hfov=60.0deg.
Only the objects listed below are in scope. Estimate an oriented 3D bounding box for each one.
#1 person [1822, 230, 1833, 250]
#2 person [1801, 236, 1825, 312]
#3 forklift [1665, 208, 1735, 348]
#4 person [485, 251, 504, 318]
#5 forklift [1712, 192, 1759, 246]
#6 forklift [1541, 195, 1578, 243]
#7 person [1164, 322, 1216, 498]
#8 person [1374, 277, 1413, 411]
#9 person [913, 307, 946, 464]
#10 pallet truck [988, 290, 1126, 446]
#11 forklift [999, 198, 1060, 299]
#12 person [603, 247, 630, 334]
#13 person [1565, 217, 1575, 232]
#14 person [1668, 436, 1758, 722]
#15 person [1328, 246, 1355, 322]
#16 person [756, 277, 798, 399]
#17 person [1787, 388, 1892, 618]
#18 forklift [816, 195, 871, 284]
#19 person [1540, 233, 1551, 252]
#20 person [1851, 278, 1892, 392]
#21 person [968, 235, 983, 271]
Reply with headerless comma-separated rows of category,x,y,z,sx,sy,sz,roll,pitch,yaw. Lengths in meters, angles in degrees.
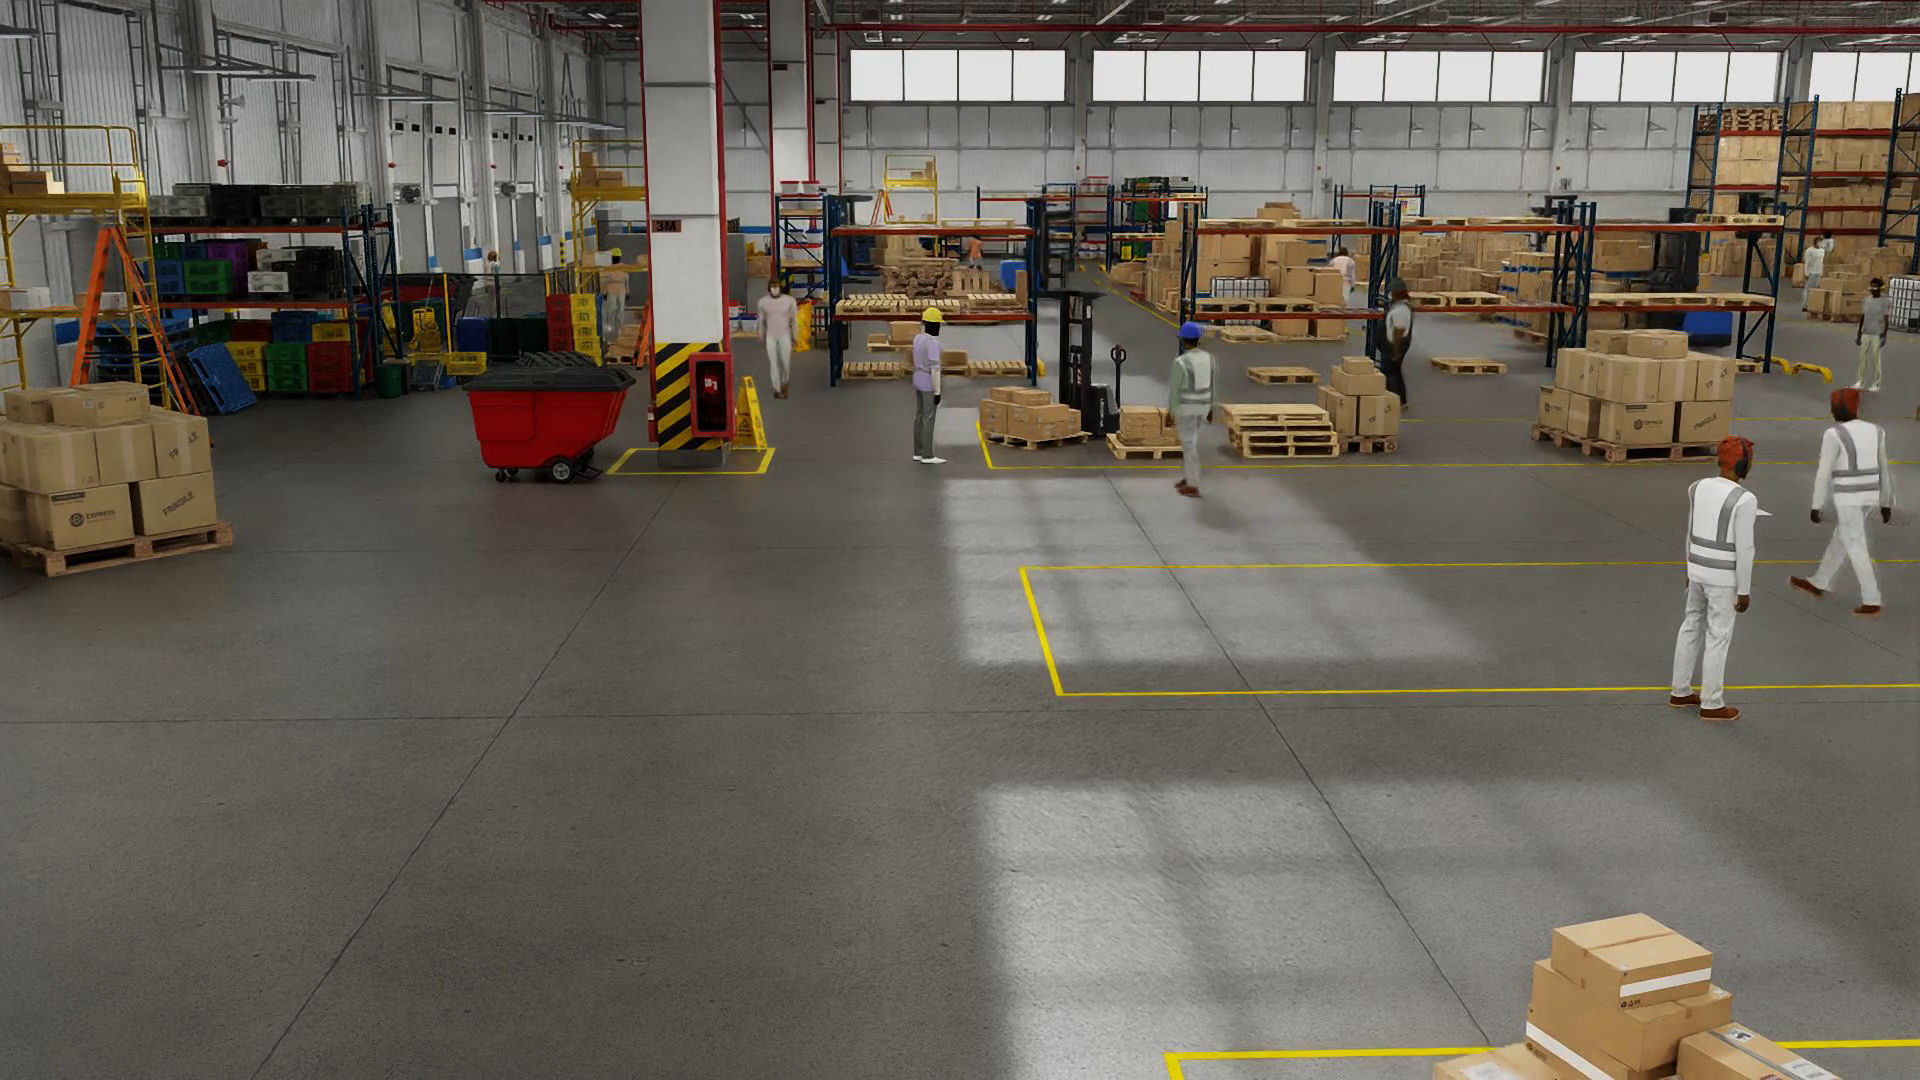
person,28.384,-9.301,54.463,0.610,1.672,0.360,-10,16,-39
person,21.864,-6.803,42.582,0.631,1.940,0.372,-6,14,-26
forklift,14.673,-5.334,33.803,1.873,2.768,1.129,0,12,-2
person,-11.470,-6.268,40.873,0.521,1.633,0.315,11,17,41
forklift,28.505,-11.229,60.418,1.873,2.768,1.129,0,12,-2
forklift,18.945,-9.513,52.671,1.129,2.768,1.873,0,12,-2
person,2.474,-1.450,18.418,0.638,1.929,0.655,-10,16,-39
person,6.405,-2.883,24.651,0.537,2.000,0.679,5,13,20
person,-0.374,-1.896,20.476,0.395,1.922,0.588,-6,14,-27
pallet truck,1.257,-2.299,22.111,1.885,1.965,0.823,-9,15,-35
forklift,2.060,-8.197,46.732,1.873,2.768,1.129,0,12,-2
person,-7.572,-5.497,36.726,0.606,1.916,0.420,-8,15,-31
person,22.526,-11.008,61.656,0.923,1.908,0.555,0,12,-2
person,4.954,0.249,10.896,0.354,1.877,0.574,-4,13,-15
person,9.064,-6.067,39.560,0.640,1.808,0.458,6,14,25
person,-2.890,-3.170,26.215,0.656,1.918,0.626,0,12,-1
person,7.232,-0.317,13.522,0.613,1.826,1.003,-5,13,-22
forklift,-3.903,-9.479,52.520,1.873,2.768,1.129,-7,14,-29
person,18.462,-8.813,52.235,0.533,1.675,0.652,-4,13,-17
person,14.929,-3.358,27.215,0.320,1.858,0.521,-7,14,-29
person,0.545,-9.190,53.998,0.549,1.642,0.858,6,14,25
